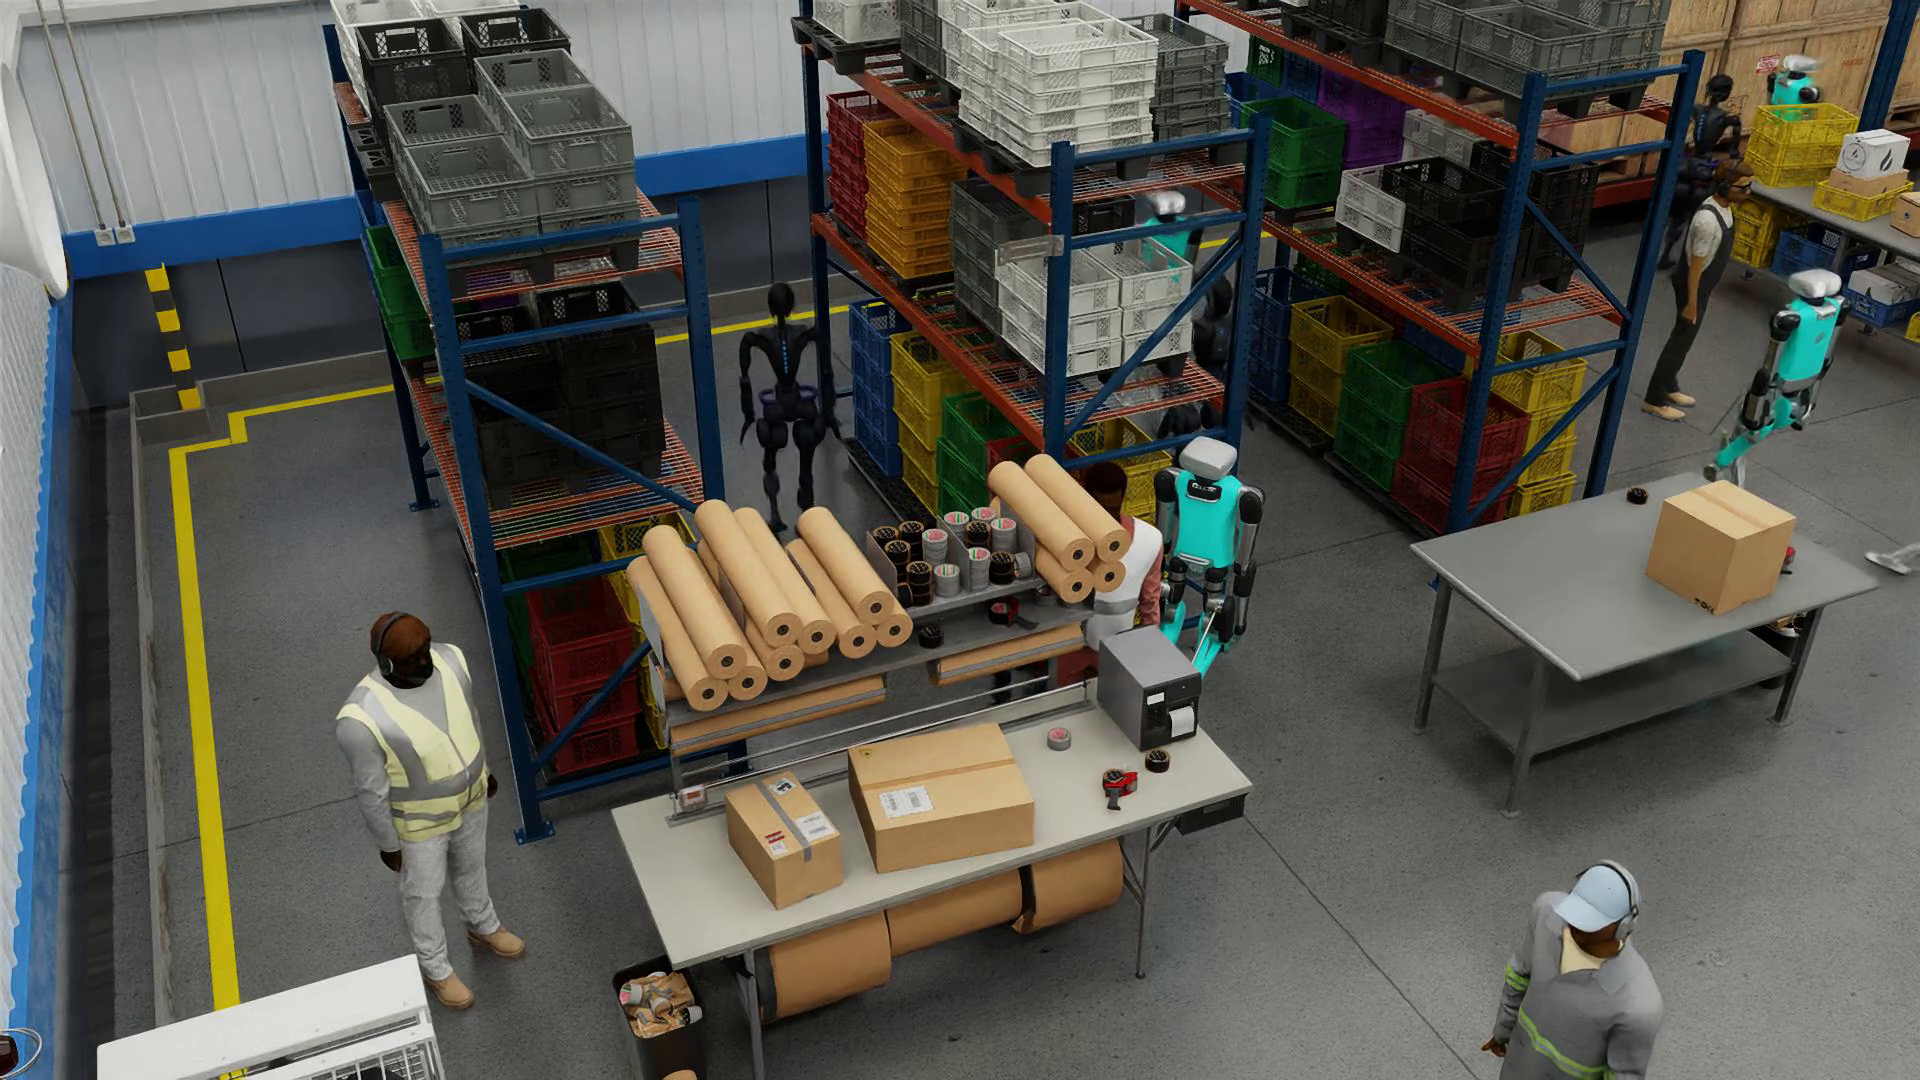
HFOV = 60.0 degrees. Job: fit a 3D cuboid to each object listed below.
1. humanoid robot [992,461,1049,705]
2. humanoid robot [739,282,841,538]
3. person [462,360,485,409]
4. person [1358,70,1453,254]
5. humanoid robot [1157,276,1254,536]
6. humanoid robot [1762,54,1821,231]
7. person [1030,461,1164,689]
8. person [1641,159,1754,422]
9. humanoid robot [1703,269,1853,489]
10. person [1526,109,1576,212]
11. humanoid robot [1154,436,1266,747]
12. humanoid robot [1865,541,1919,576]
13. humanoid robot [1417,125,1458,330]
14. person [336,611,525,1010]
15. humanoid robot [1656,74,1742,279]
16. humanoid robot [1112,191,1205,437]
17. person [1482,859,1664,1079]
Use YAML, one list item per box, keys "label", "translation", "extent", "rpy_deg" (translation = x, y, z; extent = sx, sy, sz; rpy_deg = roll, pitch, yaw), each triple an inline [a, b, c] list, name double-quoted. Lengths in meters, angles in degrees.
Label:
- label: "humanoid robot"
  translation: [0.304, 0.380, 7.999]
  extent: [0.588, 1.652, 0.367]
  rpy_deg: [-16, 35, -24]
- label: "humanoid robot"
  translation: [-1.009, -0.737, 9.823]
  extent: [0.608, 1.644, 0.369]
  rpy_deg: [-6, 32, -9]
- label: "person"
  translation: [-3.248, -1.597, 11.087]
  extent: [0.465, 1.813, 0.601]
  rpy_deg: [21, 37, 31]
- label: "person"
  translation: [3.878, -3.251, 13.699]
  extent: [0.947, 1.894, 0.569]
  rpy_deg: [-3, 32, -4]
- label: "humanoid robot"
  translation: [1.488, -0.787, 9.923]
  extent: [0.600, 1.630, 0.722]
  rpy_deg: [-10, 33, -16]
- label: "humanoid robot"
  translation: [6.929, -3.115, 13.656]
  extent: [0.940, 1.757, 0.531]
  rpy_deg: [-7, 32, -12]
- label: "person"
  translation: [0.615, 0.466, 7.652]
  extent: [0.589, 1.915, 0.402]
  rpy_deg: [2, 32, 3]
- label: "person"
  translation: [4.976, -1.683, 11.215]
  extent: [0.336, 1.838, 0.505]
  rpy_deg: [18, 36, 27]
- label: "humanoid robot"
  translation: [4.744, -0.816, 9.926]
  extent: [0.546, 1.828, 0.666]
  rpy_deg: [-13, 34, -20]
- label: "person"
  translation: [4.778, -3.028, 13.469]
  extent: [0.535, 1.759, 0.342]
  rpy_deg: [-26, 40, -35]
- label: "humanoid robot"
  translation: [1.038, 0.387, 7.813]
  extent: [0.533, 1.677, 0.735]
  rpy_deg: [16, 35, 24]
- label: "humanoid robot"
  translation: [5.836, -0.520, 9.437]
  extent: [0.885, 1.769, 0.565]
  rpy_deg: [8, 33, 13]
- label: "humanoid robot"
  translation: [3.586, -2.265, 12.336]
  extent: [0.597, 1.630, 0.749]
  rpy_deg: [-8, 33, -13]
- label: "person"
  translation: [-2.115, 1.070, 6.732]
  extent: [0.429, 1.842, 0.632]
  rpy_deg: [16, 35, 24]
- label: "humanoid robot"
  translation: [5.941, -2.921, 13.361]
  extent: [0.345, 1.648, 0.601]
  rpy_deg: [-23, 38, -32]
- label: "humanoid robot"
  translation: [1.215, -1.545, 11.100]
  extent: [0.544, 1.738, 1.035]
  rpy_deg: [-12, 34, -18]
- label: "person"
  translation: [1.977, 1.787, 5.558]
  extent: [0.371, 1.852, 0.588]
  rpy_deg: [-12, 34, -19]
